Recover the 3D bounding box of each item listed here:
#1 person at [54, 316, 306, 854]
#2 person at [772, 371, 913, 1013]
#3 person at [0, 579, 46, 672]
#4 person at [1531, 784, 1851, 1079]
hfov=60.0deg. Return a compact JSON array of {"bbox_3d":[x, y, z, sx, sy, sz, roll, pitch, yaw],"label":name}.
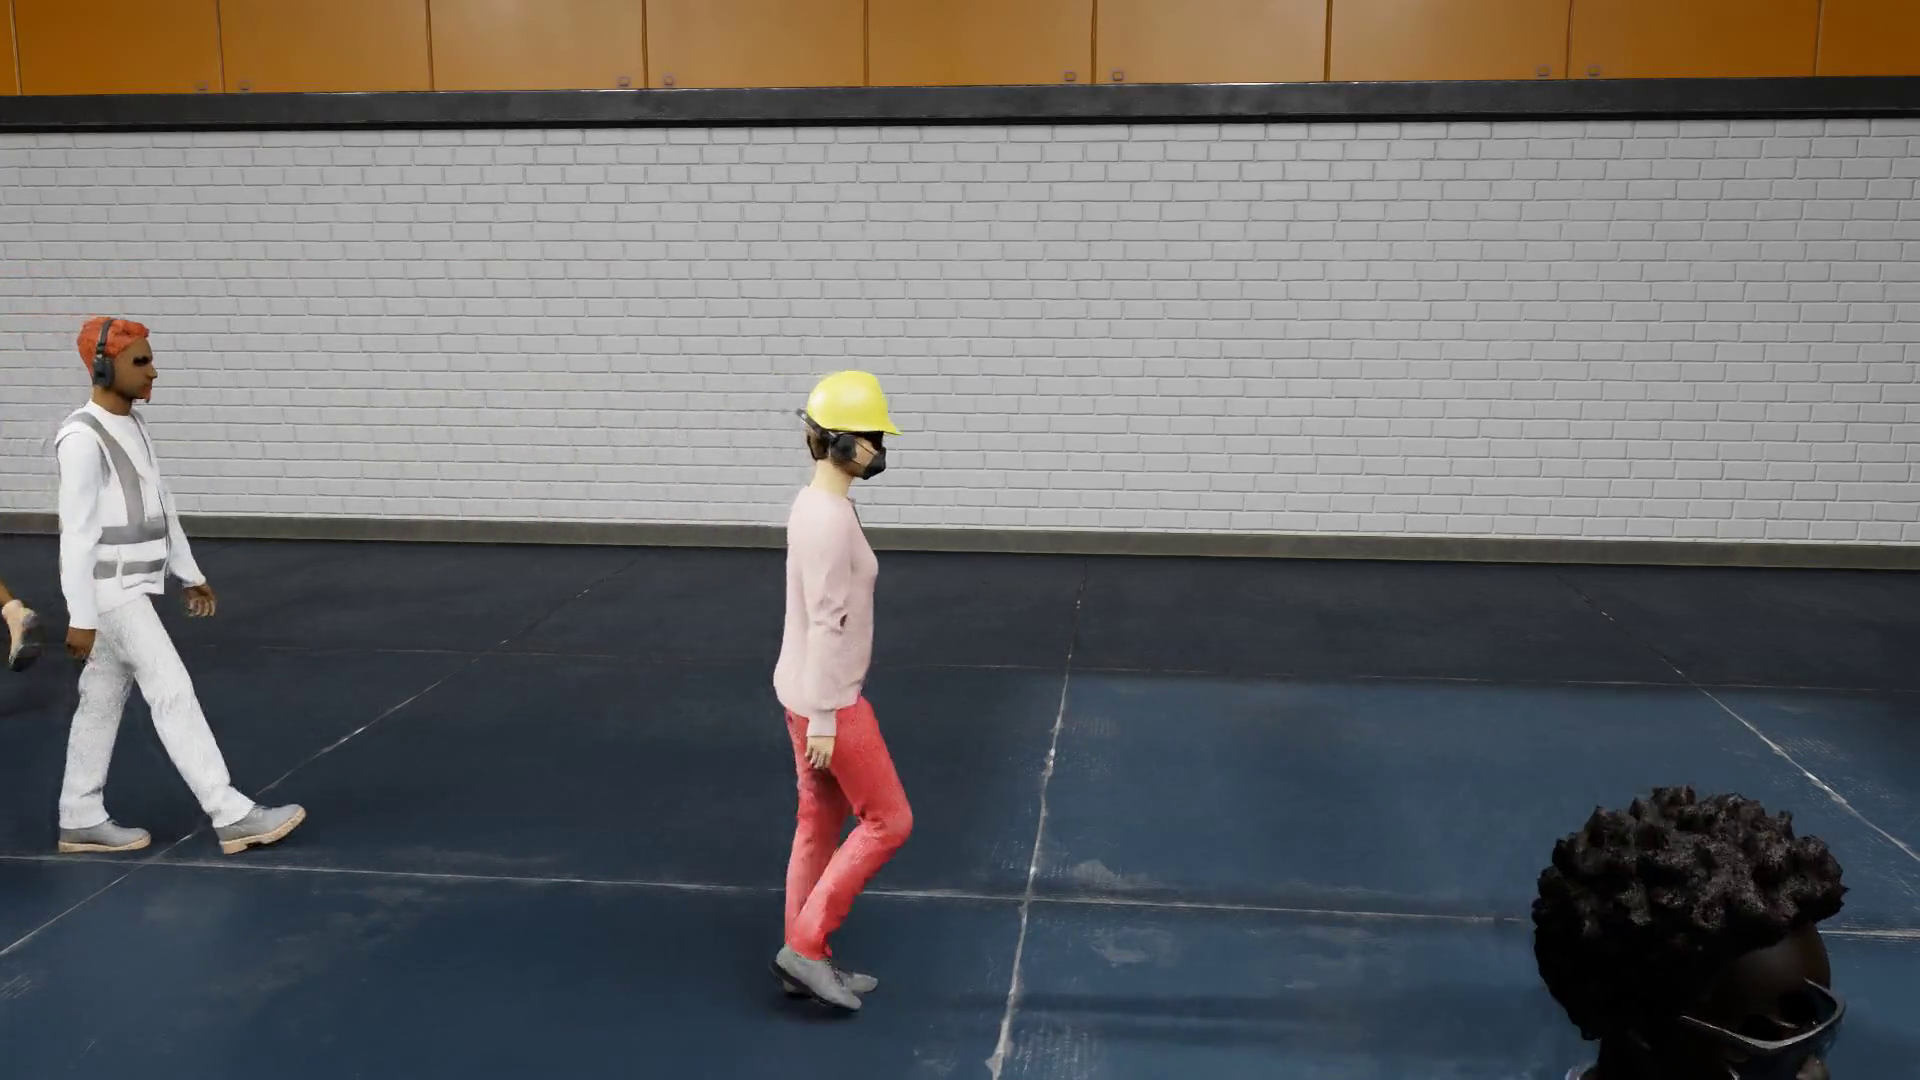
[{"bbox_3d":[-2.713,0.175,5.678,0.917,1.848,0.580,-2,10,-14],"label":"person"},{"bbox_3d":[-0.331,0.424,4.495,0.393,1.751,0.542,-2,10,-10],"label":"person"},{"bbox_3d":[-4.837,-0.297,7.867,0.809,2.022,0.617,2,10,13],"label":"person"},{"bbox_3d":[0.609,1.010,1.407,0.544,1.644,0.861,-9,14,-43],"label":"person"}]
